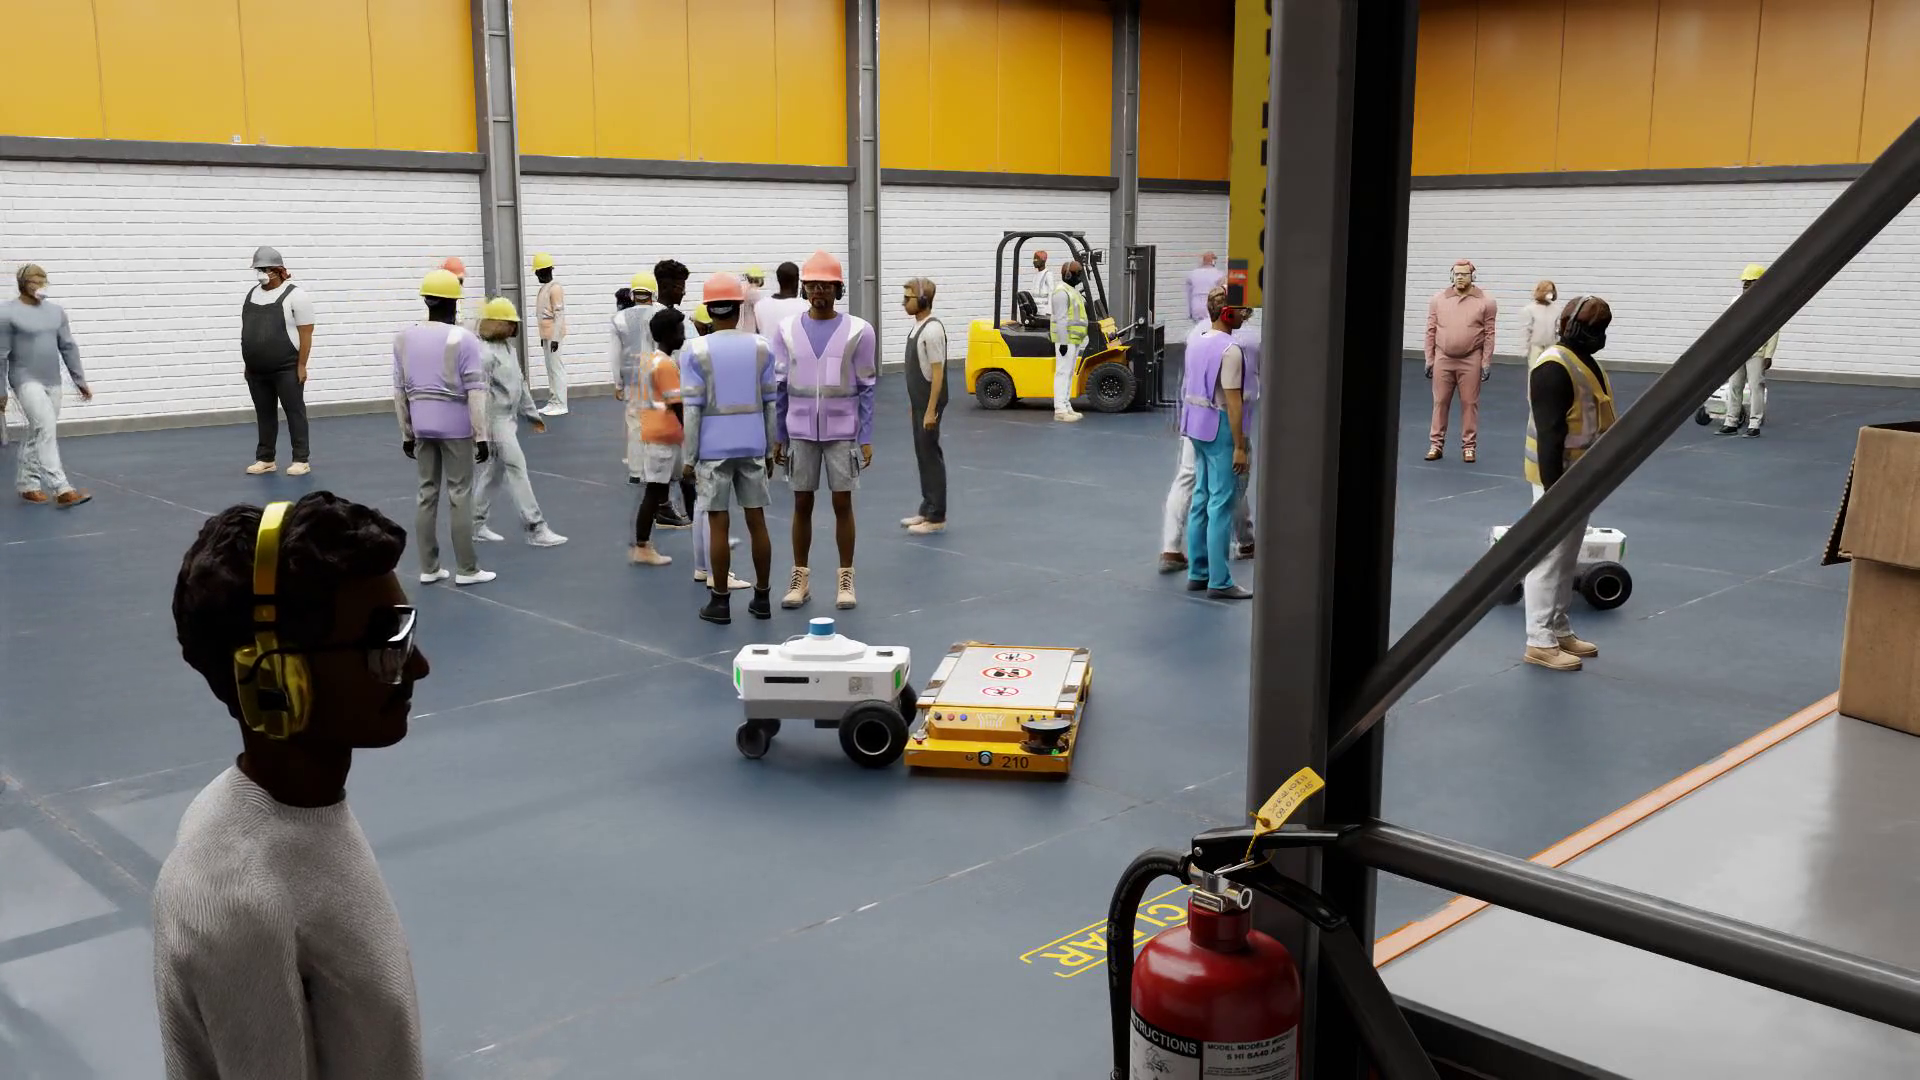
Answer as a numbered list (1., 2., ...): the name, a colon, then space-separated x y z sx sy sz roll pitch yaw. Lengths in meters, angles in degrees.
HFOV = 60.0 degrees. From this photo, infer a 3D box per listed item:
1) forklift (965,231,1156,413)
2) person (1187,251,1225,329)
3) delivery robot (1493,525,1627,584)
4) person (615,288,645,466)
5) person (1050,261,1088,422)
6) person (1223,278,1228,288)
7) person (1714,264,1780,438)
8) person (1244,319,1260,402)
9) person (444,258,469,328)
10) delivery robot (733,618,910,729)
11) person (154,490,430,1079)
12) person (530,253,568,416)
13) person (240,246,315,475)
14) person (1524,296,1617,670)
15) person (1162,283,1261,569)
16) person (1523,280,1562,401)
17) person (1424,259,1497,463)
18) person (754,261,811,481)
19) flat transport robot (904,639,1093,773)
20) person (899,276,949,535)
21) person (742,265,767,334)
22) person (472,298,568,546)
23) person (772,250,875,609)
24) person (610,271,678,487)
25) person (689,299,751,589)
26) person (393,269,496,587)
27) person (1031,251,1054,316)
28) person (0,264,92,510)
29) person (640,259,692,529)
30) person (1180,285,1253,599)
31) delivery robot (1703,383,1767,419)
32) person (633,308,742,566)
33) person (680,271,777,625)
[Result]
1. forklift: 1.222 -2.721 20.561 2.313 2.155 1.214 2 11 13
2. person: 3.904 -3.632 26.413 0.650 1.879 0.470 5 12 27
3. delivery robot: 3.486 0.046 9.694 0.707 0.478 0.477 1 11 8
4. person: -2.926 -1.505 15.406 0.651 1.643 0.557 -2 11 -9
5. person: 1.263 -2.294 19.206 0.429 1.839 0.634 3 11 16
6. person: 3.523 -2.718 21.394 0.349 1.883 0.584 2 11 13
7. person: 8.325 -1.994 17.583 0.404 1.832 0.599 -6 12 -30
8. person: 3.595 -2.535 21.151 0.846 1.591 0.548 6 12 31
9. person: -5.642 -2.220 18.709 0.884 1.870 0.638 -1 10 -4
10. delivery robot: -0.568 0.565 6.863 0.707 0.478 0.477 1 10 4
11. person: -0.683 0.871 1.862 0.328 1.872 0.513 -4 11 -20
12. person: -4.881 -2.437 19.772 0.382 1.917 0.585 -6 12 -28
13. person: -6.125 -1.592 14.825 0.683 2.000 0.538 2 11 11
14. person: 3.042 -0.289 8.284 0.430 1.838 0.619 8 13 35
15. person: 1.662 -0.748 10.689 1.039 1.873 0.750 -8 13 -38
16. person: 6.760 -2.212 19.350 0.509 1.621 0.377 -2 11 -9
17. person: 4.702 -1.686 15.706 0.642 1.908 0.408 5 11 23
18. person: -1.504 -1.446 14.382 0.611 1.908 0.460 6 12 28
19. flat transport robot: 0.203 0.689 7.214 0.652 0.197 1.431 2 10 8
20. person: -0.254 -0.958 11.908 0.328 1.842 0.515 -2 11 -13
21. person: -2.746 -2.701 21.653 0.627 1.746 0.525 -4 11 -19
22. person: -3.114 -0.808 11.474 0.798 1.705 0.494 1 10 5
23. person: -0.784 -0.619 9.500 0.606 2.048 0.366 1 10 4
24. person: -2.653 -1.357 14.112 0.590 1.833 0.404 -1 10 -8
25. person: -1.478 -0.587 10.086 0.307 1.772 0.525 -4 11 -23
26. person: -3.142 -0.678 10.152 0.594 1.924 0.382 3 11 16
27. person: 1.307 -3.661 26.535 0.338 1.882 0.582 -4 11 -23
28. person: -7.106 -1.194 13.030 0.929 1.900 0.638 3 11 15
29. person: -2.136 -1.063 12.162 0.380 1.957 0.612 -4 11 -19
30. person: 1.512 -0.577 9.817 0.389 1.847 0.563 -3 11 -17
31. delivery robot: 8.676 -1.589 18.605 0.707 0.478 0.477 -5 12 -27
32. person: -1.771 -0.654 10.735 0.811 1.657 0.544 -2 11 -10
33. person: -1.275 -0.500 9.168 0.545 1.933 0.376 -5 11 -25
